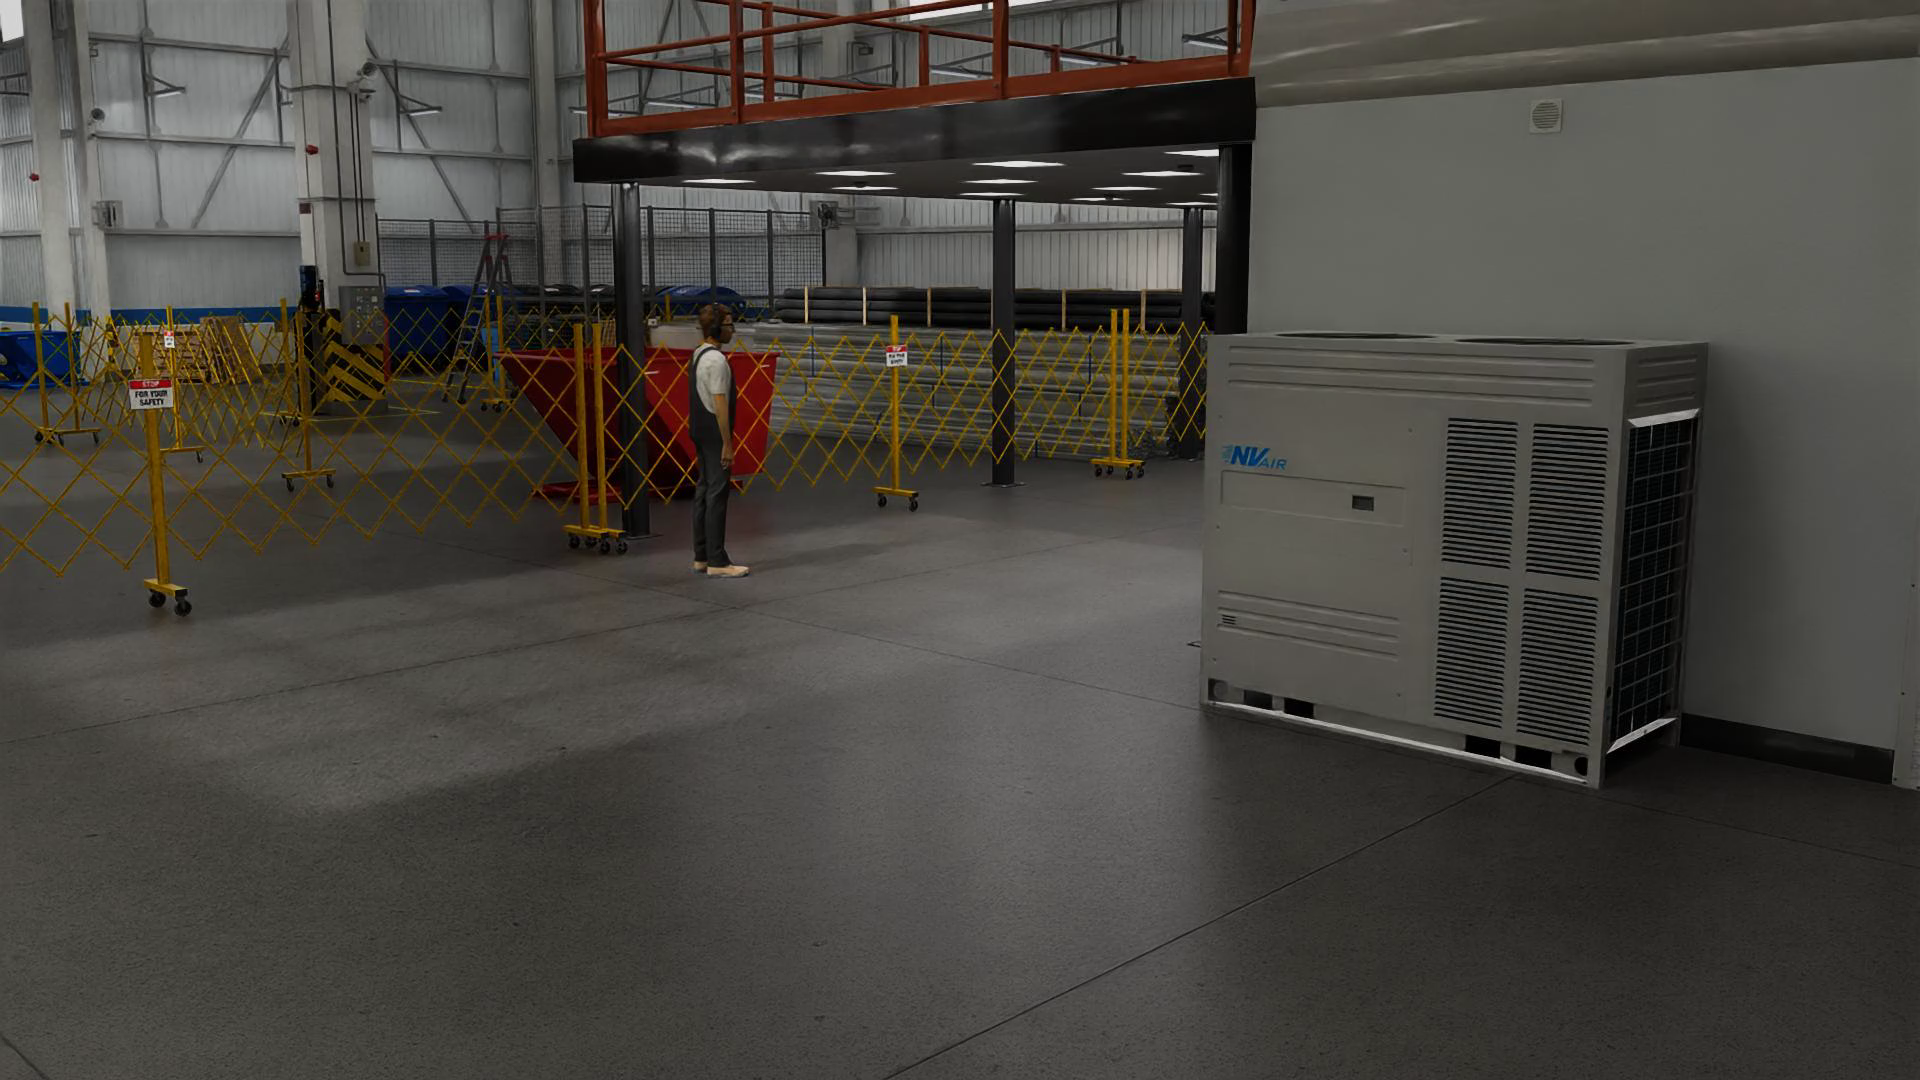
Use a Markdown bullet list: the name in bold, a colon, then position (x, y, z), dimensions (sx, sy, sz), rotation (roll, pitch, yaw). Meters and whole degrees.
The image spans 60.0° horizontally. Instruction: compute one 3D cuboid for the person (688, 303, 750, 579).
- **person**: position (-1.644, -0.663, 11.177), dimensions (0.327, 1.843, 0.514), rotation (-5, 10, -27)
